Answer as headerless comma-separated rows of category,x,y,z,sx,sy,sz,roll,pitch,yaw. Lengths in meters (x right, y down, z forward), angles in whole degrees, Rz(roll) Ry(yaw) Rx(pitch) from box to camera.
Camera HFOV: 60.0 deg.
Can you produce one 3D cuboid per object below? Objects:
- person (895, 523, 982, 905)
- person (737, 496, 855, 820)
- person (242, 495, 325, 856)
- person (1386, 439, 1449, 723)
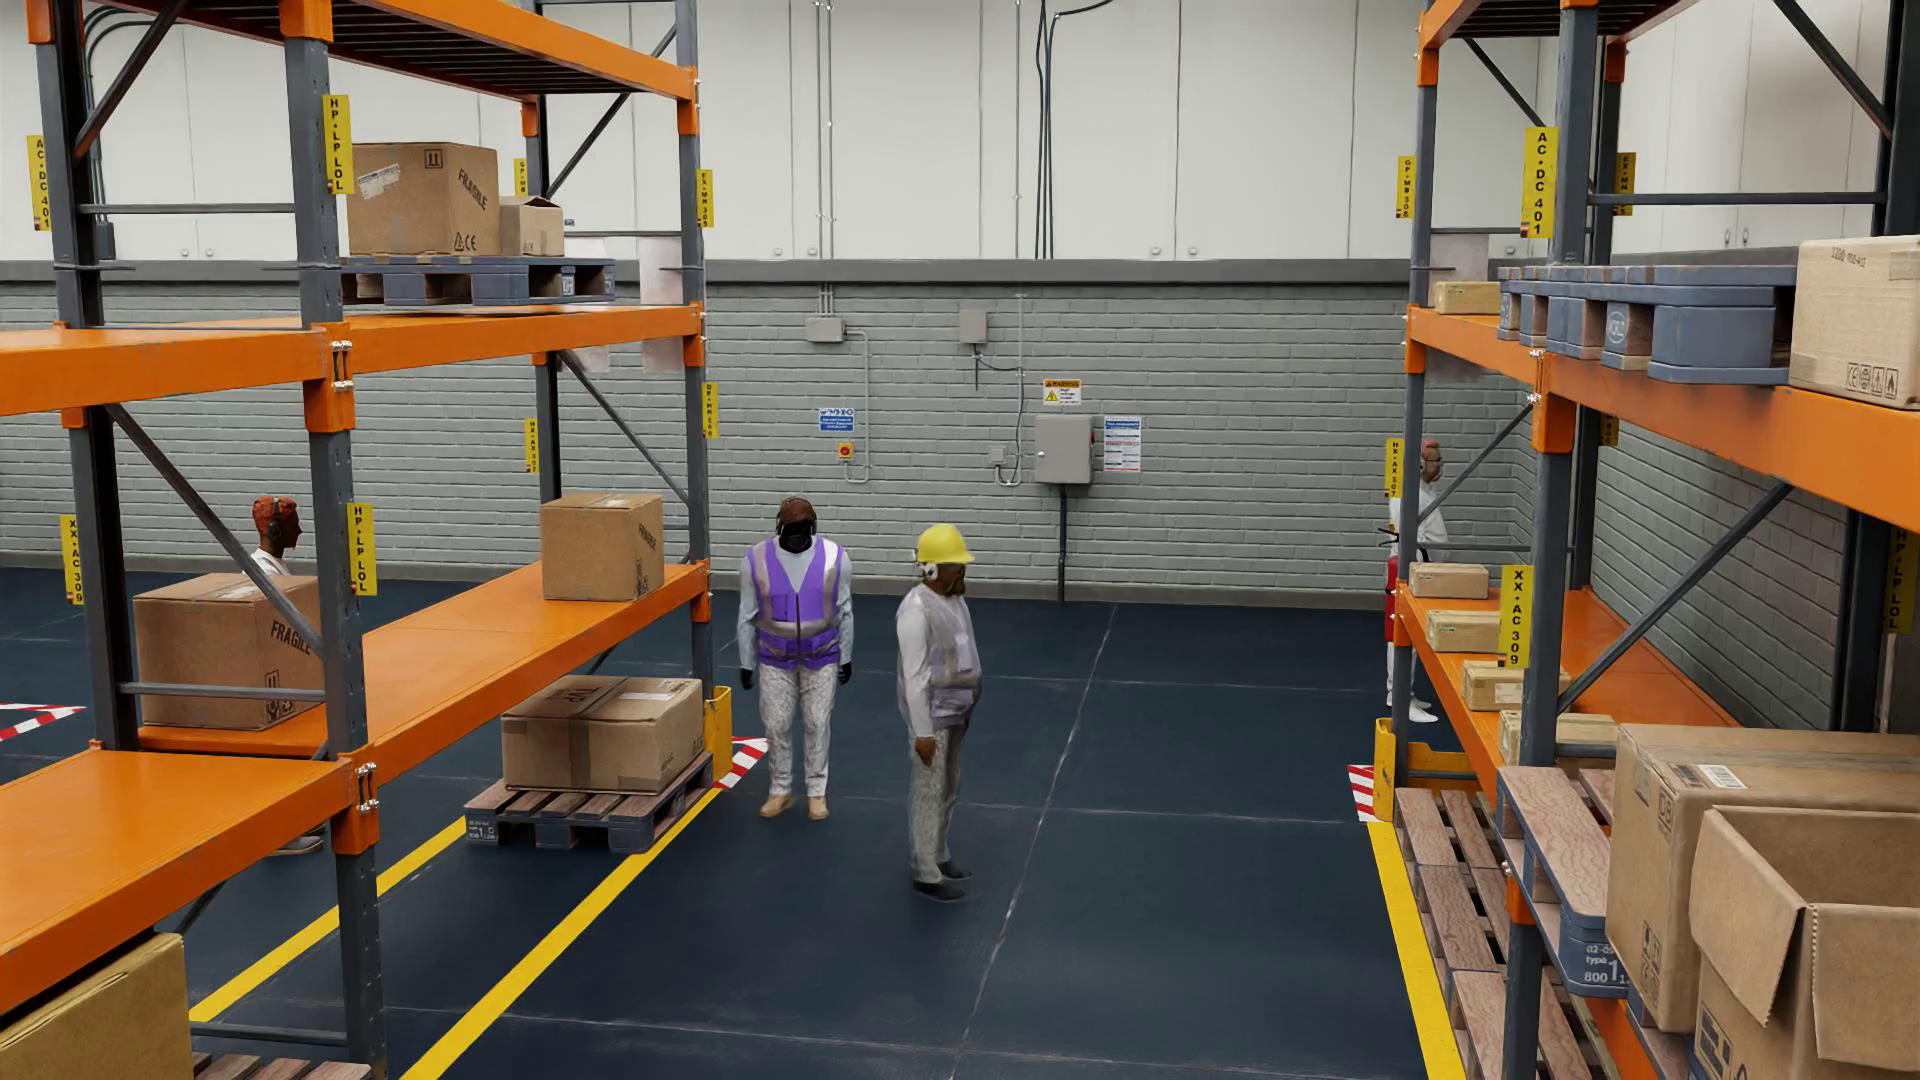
person,-0.094,0.825,8.059,0.403,1.836,0.596,3,10,19
person,-0.898,0.653,9.179,0.642,1.821,0.433,-1,9,-7
person,-3.558,0.701,8.682,0.359,1.880,0.575,-4,10,-21
person,3.101,0.264,11.280,0.402,1.911,0.638,2,9,12
